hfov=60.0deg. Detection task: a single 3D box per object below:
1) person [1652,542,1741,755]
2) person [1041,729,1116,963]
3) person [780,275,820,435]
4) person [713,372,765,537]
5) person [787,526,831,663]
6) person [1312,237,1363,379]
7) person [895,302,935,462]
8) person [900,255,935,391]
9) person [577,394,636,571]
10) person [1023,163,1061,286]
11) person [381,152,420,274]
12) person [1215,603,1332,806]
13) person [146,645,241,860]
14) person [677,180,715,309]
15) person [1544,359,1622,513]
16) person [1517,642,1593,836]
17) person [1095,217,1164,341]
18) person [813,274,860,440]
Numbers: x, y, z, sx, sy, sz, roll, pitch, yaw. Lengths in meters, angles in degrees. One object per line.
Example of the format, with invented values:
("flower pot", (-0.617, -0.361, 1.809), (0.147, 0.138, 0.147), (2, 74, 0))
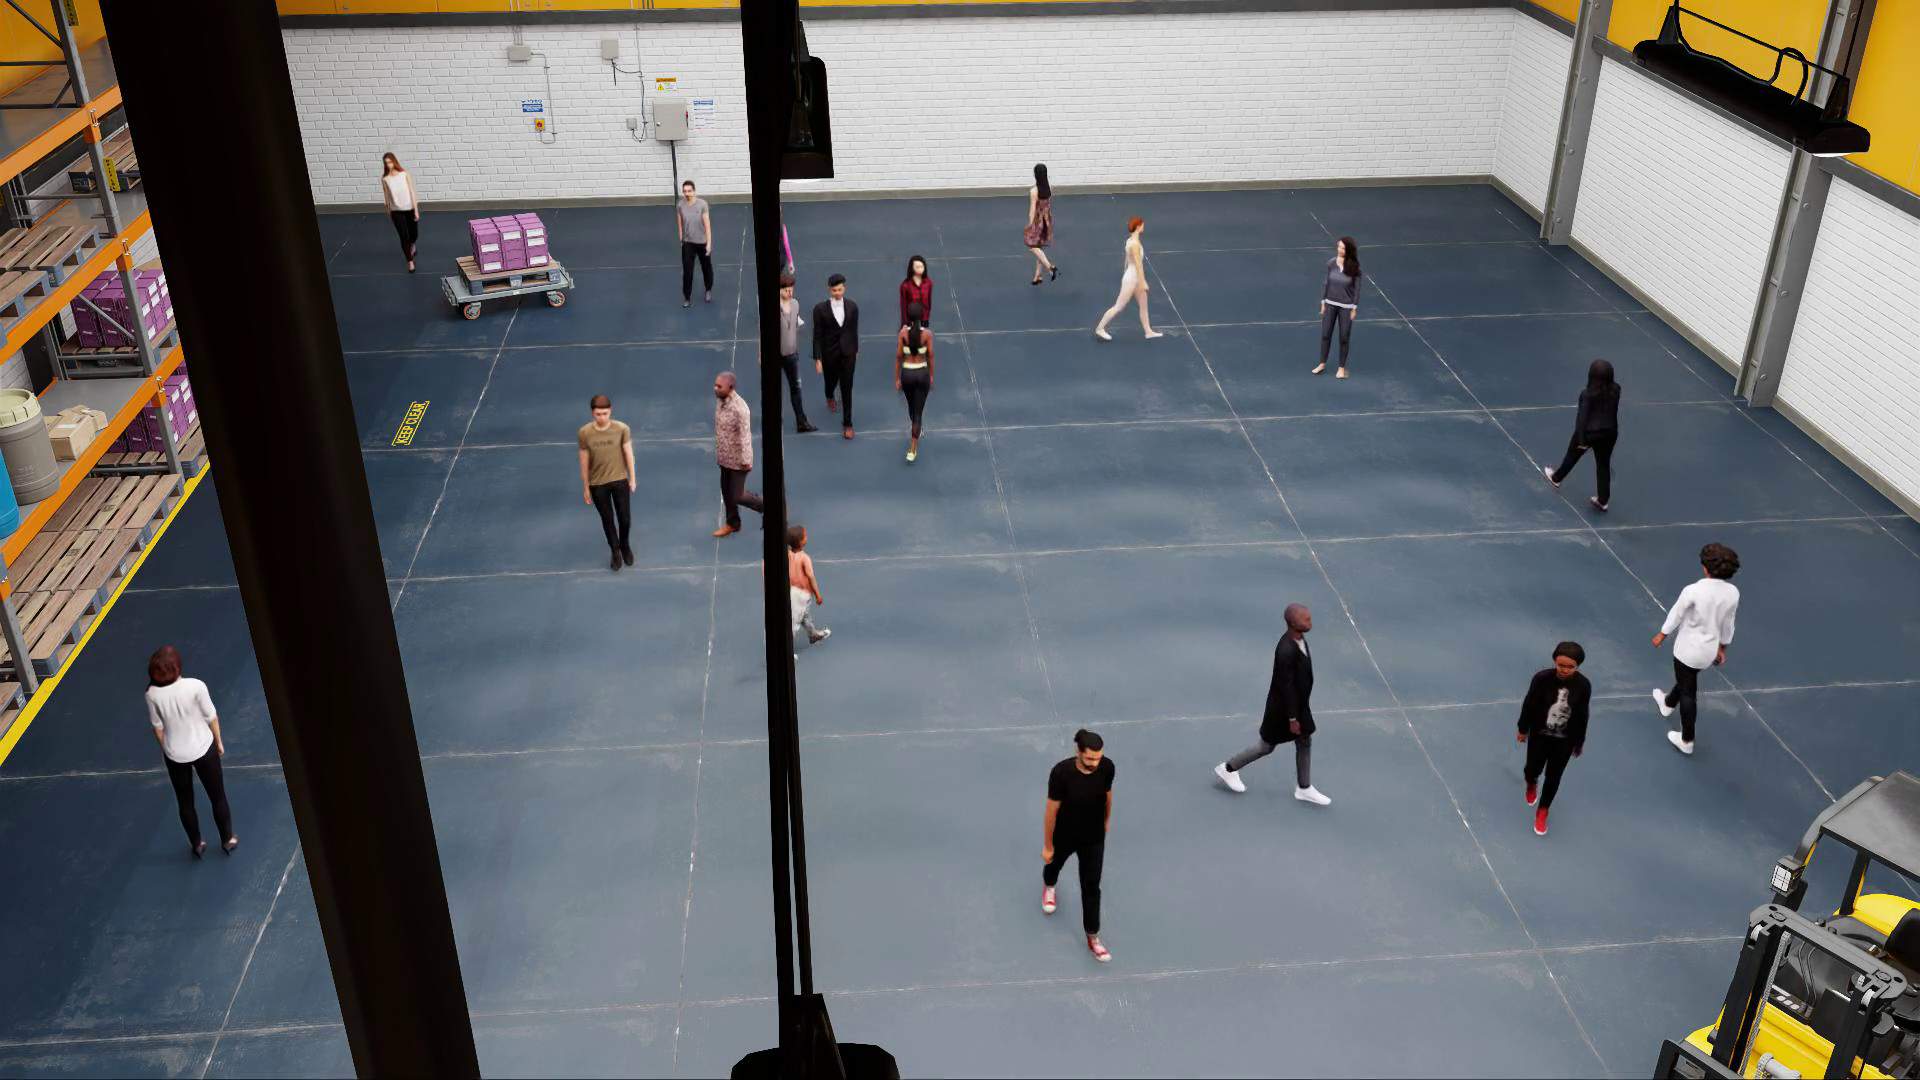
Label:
("person", (5.975, 0.910, 13.392), (0.684, 1.771, 1.021), (-5, 29, -9))
("person", (0.772, 1.980, 11.497), (0.851, 1.706, 1.223), (-7, 29, -12))
("person", (-2.072, -2.127, 18.867), (1.144, 1.859, 1.282), (-22, 35, -34))
("person", (-2.180, -0.862, 16.622), (0.980, 1.788, 0.963), (-17, 33, -28))
("person", (-1.472, 0.501, 14.652), (0.892, 1.282, 0.883), (-26, 38, -38))
("person", (4.634, -2.864, 20.310), (0.684, 1.770, 0.697), (15, 32, 25))
("person", (-0.487, -1.687, 18.229), (0.696, 1.697, 1.140), (1, 29, 2))
("person", (-0.595, -2.663, 20.109), (0.849, 1.610, 1.159), (-12, 31, -21))
("person", (-3.394, -0.598, 16.084), (0.670, 1.839, 0.638), (-5, 29, -9))
("person", (1.160, -4.303, 22.958), (0.978, 1.763, 0.905), (25, 37, 38))
("person", (-7.974, -4.716, 23.785), (0.759, 1.694, 1.057), (-10, 30, -18))
("person", (2.416, 1.266, 12.780), (1.103, 1.731, 1.161), (15, 32, 25))
("person", (-5.626, 1.570, 12.159), (0.633, 1.792, 0.584), (-8, 30, -14))
("person", (-3.545, -4.044, 22.530), (0.702, 1.715, 1.101), (0, 29, 0))
("person", (6.630, -1.048, 17.199), (0.822, 1.562, 1.150), (-9, 30, -15))
("person", (4.478, 1.423, 12.570), (0.779, 1.656, 0.874), (6, 29, 11))
("person", (2.107, -3.298, 21.290), (0.794, 1.594, 1.082), (4, 29, 6))
("person", (-1.415, -2.143, 18.896), (0.832, 1.859, 1.205), (-7, 29, -13))
